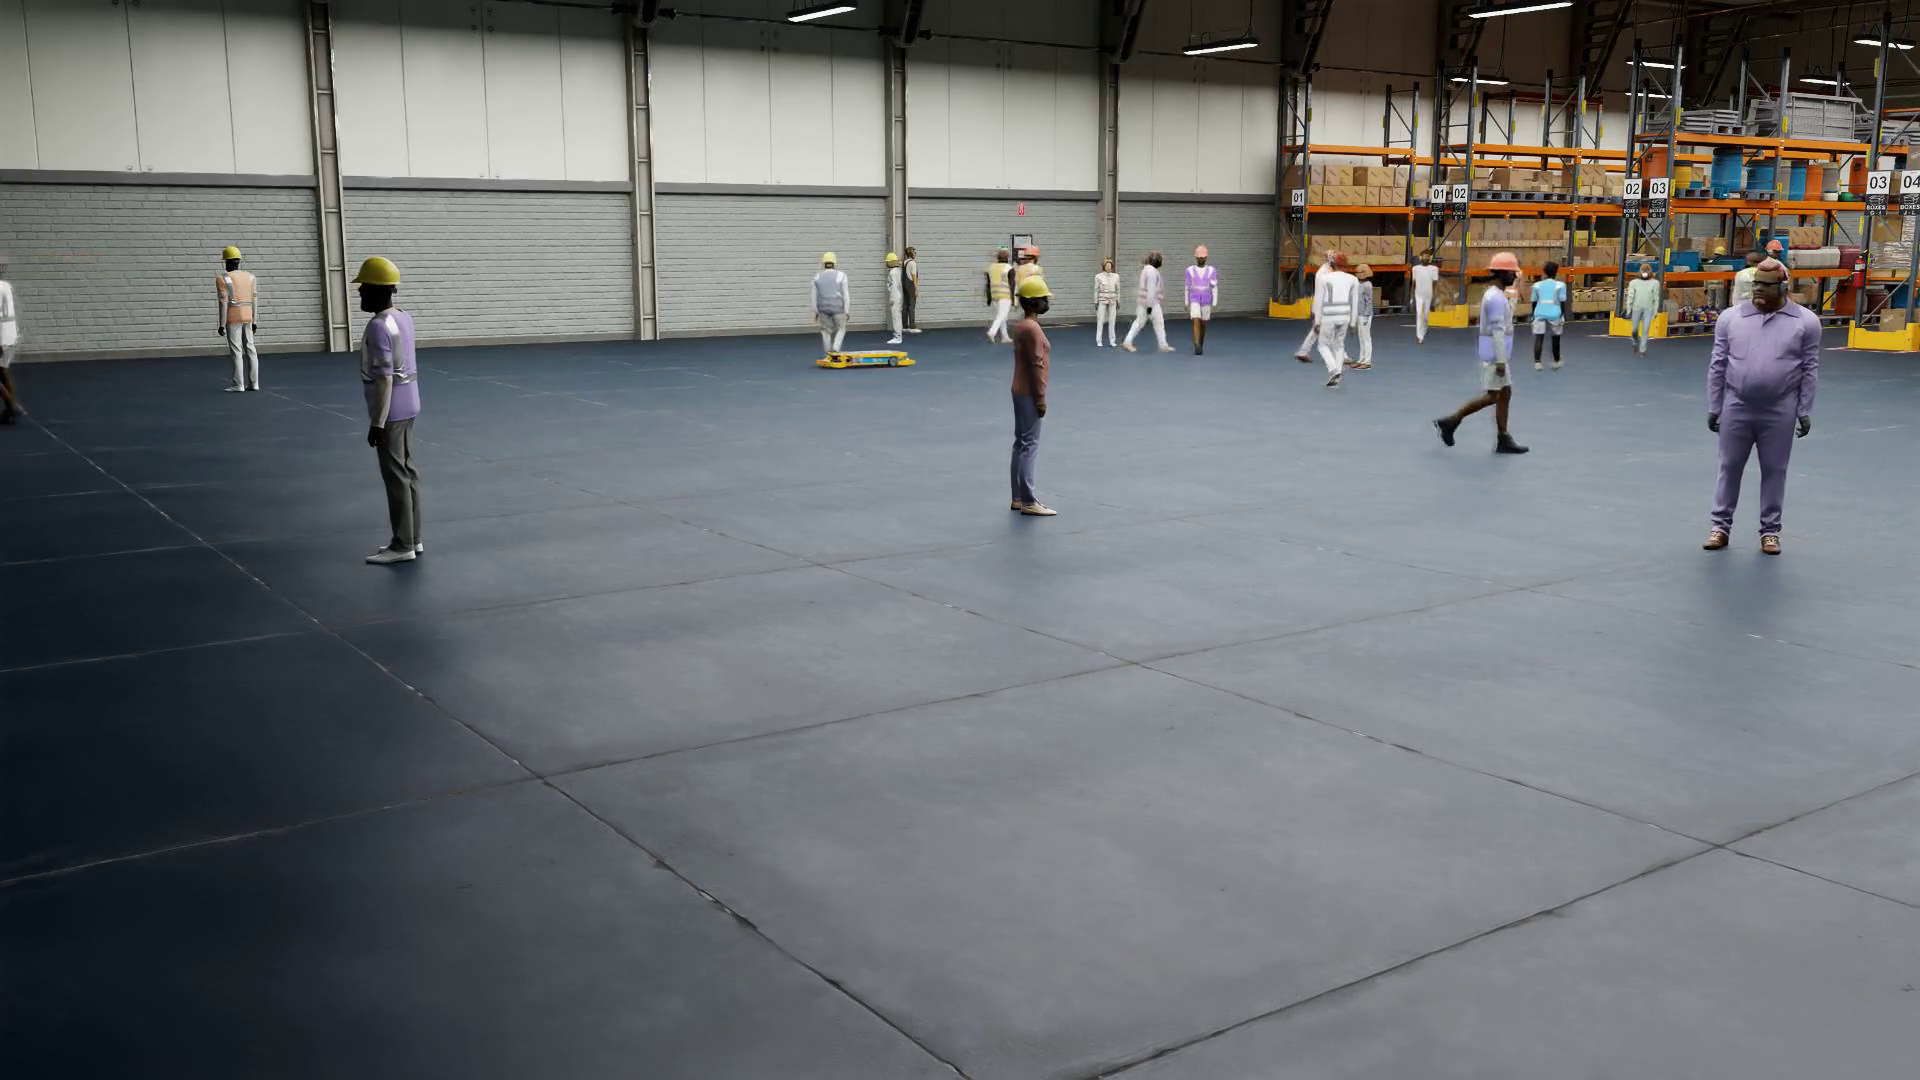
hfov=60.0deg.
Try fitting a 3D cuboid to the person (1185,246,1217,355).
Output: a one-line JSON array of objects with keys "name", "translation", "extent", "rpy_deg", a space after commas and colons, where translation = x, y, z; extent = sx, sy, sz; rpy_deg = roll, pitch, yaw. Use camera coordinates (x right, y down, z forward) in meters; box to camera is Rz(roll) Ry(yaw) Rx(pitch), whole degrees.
[{"name": "person", "translation": [4.232, -4.218, 29.273], "extent": [0.553, 1.907, 0.932], "rpy_deg": [1, 10, 3]}]

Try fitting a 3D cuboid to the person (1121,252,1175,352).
[{"name": "person", "translation": [3.357, -4.248, 29.741], "extent": [0.954, 1.798, 0.616], "rpy_deg": [-2, 10, -10]}]

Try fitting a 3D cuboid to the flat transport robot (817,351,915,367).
[{"name": "flat transport robot", "translation": [-1.493, -2.884, 26.421], "extent": [1.431, 0.197, 0.652], "rpy_deg": [-6, 12, -28]}]

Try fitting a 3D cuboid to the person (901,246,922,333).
[{"name": "person", "translation": [-1.069, -5.378, 35.773], "extent": [0.344, 1.847, 0.504], "rpy_deg": [-8, 13, -36]}]

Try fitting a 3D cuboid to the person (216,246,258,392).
[{"name": "person", "translation": [-9.602, -2.924, 22.097], "extent": [0.368, 1.927, 0.587], "rpy_deg": [5, 12, 27]}]

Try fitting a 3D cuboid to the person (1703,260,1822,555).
[{"name": "person", "translation": [5.208, -0.857, 10.833], "extent": [0.642, 1.905, 0.399], "rpy_deg": [6, 12, 29]}]

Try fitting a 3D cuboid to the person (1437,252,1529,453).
[{"name": "person", "translation": [5.022, -1.771, 15.807], "extent": [0.796, 1.917, 0.556], "rpy_deg": [3, 11, 18]}]

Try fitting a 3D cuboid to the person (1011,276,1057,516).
[{"name": "person", "translation": [0.539, -1.069, 12.363], "extent": [0.309, 1.772, 0.525], "rpy_deg": [-2, 11, -12]}]

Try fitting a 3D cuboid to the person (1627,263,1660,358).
[{"name": "person", "translation": [11.697, -3.933, 28.494], "extent": [0.499, 1.618, 0.449], "rpy_deg": [4, 11, 21]}]

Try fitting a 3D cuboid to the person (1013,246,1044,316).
[{"name": "person", "translation": [1.278, -4.154, 28.930], "extent": [0.952, 1.885, 0.544], "rpy_deg": [-10, 14, -43]}]

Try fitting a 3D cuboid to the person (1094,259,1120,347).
[{"name": "person", "translation": [2.758, -4.444, 31.241], "extent": [0.513, 1.634, 0.311], "rpy_deg": [-3, 11, -16]}]

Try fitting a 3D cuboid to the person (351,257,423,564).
[{"name": "person", "translation": [-3.619, -0.817, 10.539], "extent": [0.359, 1.930, 0.590], "rpy_deg": [-1, 10, -4]}]

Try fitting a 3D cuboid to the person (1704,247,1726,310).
[{"name": "person", "translation": [17.427, -5.825, 38.262], "extent": [0.404, 1.829, 0.600], "rpy_deg": [-7, 13, -34]}]

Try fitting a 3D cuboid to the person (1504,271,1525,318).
[{"name": "person", "translation": [11.549, -5.081, 34.827], "extent": [0.545, 1.589, 0.857], "rpy_deg": [6, 12, 31]}]

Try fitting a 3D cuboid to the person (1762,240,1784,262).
[{"name": "person", "translation": [14.799, -4.472, 30.398], "extent": [0.623, 1.993, 0.385], "rpy_deg": [-10, 14, -44]}]

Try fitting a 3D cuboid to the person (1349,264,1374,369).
[{"name": "person", "translation": [6.277, -3.468, 25.890], "extent": [0.285, 1.631, 0.501], "rpy_deg": [0, 10, 0]}]

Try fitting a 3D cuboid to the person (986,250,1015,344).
[{"name": "person", "translation": [0.769, -4.686, 32.097], "extent": [0.633, 1.814, 0.852], "rpy_deg": [8, 13, 39]}]

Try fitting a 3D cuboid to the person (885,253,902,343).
[{"name": "person", "translation": [-1.297, -4.688, 32.281], "extent": [0.324, 1.740, 0.492], "rpy_deg": [1, 10, 7]}]

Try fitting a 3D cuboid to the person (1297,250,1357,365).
[{"name": "person", "translation": [5.954, -3.781, 27.020], "extent": [1.034, 1.856, 0.657], "rpy_deg": [5, 12, 27]}]

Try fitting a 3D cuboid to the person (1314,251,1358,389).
[{"name": "person", "translation": [5.092, -2.975, 22.539], "extent": [0.599, 1.864, 0.454], "rpy_deg": [-2, 10, -10]}]

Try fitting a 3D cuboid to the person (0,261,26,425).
[{"name": "person", "translation": [-10.485, -2.193, 18.103], "extent": [0.374, 1.925, 0.558], "rpy_deg": [-3, 11, -17]}]

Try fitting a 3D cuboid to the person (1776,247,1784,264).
[{"name": "person", "translation": [16.409, -5.004, 33.575], "extent": [0.456, 1.899, 0.615], "rpy_deg": [-1, 10, -5]}]

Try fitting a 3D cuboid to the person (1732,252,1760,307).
[{"name": "person", "translation": [12.100, -3.515, 25.638], "extent": [0.654, 1.816, 0.612], "rpy_deg": [-2, 11, -11]}]

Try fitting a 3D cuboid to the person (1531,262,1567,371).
[{"name": "person", "translation": [9.120, -3.452, 25.707], "extent": [0.551, 1.662, 0.771], "rpy_deg": [7, 13, 35]}]

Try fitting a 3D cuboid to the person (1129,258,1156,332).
[{"name": "person", "translation": [4.025, -5.304, 36.068], "extent": [0.779, 1.591, 0.519], "rpy_deg": [6, 12, 29]}]

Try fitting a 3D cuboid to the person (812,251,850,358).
[{"name": "person", "translation": [-2.061, -3.693, 26.604], "extent": [0.621, 1.817, 0.429], "rpy_deg": [2, 10, 9]}]

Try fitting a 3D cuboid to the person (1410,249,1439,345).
[{"name": "person", "translation": [8.969, -4.701, 32.121], "extent": [0.532, 1.842, 0.896], "rpy_deg": [2, 11, 12]}]
